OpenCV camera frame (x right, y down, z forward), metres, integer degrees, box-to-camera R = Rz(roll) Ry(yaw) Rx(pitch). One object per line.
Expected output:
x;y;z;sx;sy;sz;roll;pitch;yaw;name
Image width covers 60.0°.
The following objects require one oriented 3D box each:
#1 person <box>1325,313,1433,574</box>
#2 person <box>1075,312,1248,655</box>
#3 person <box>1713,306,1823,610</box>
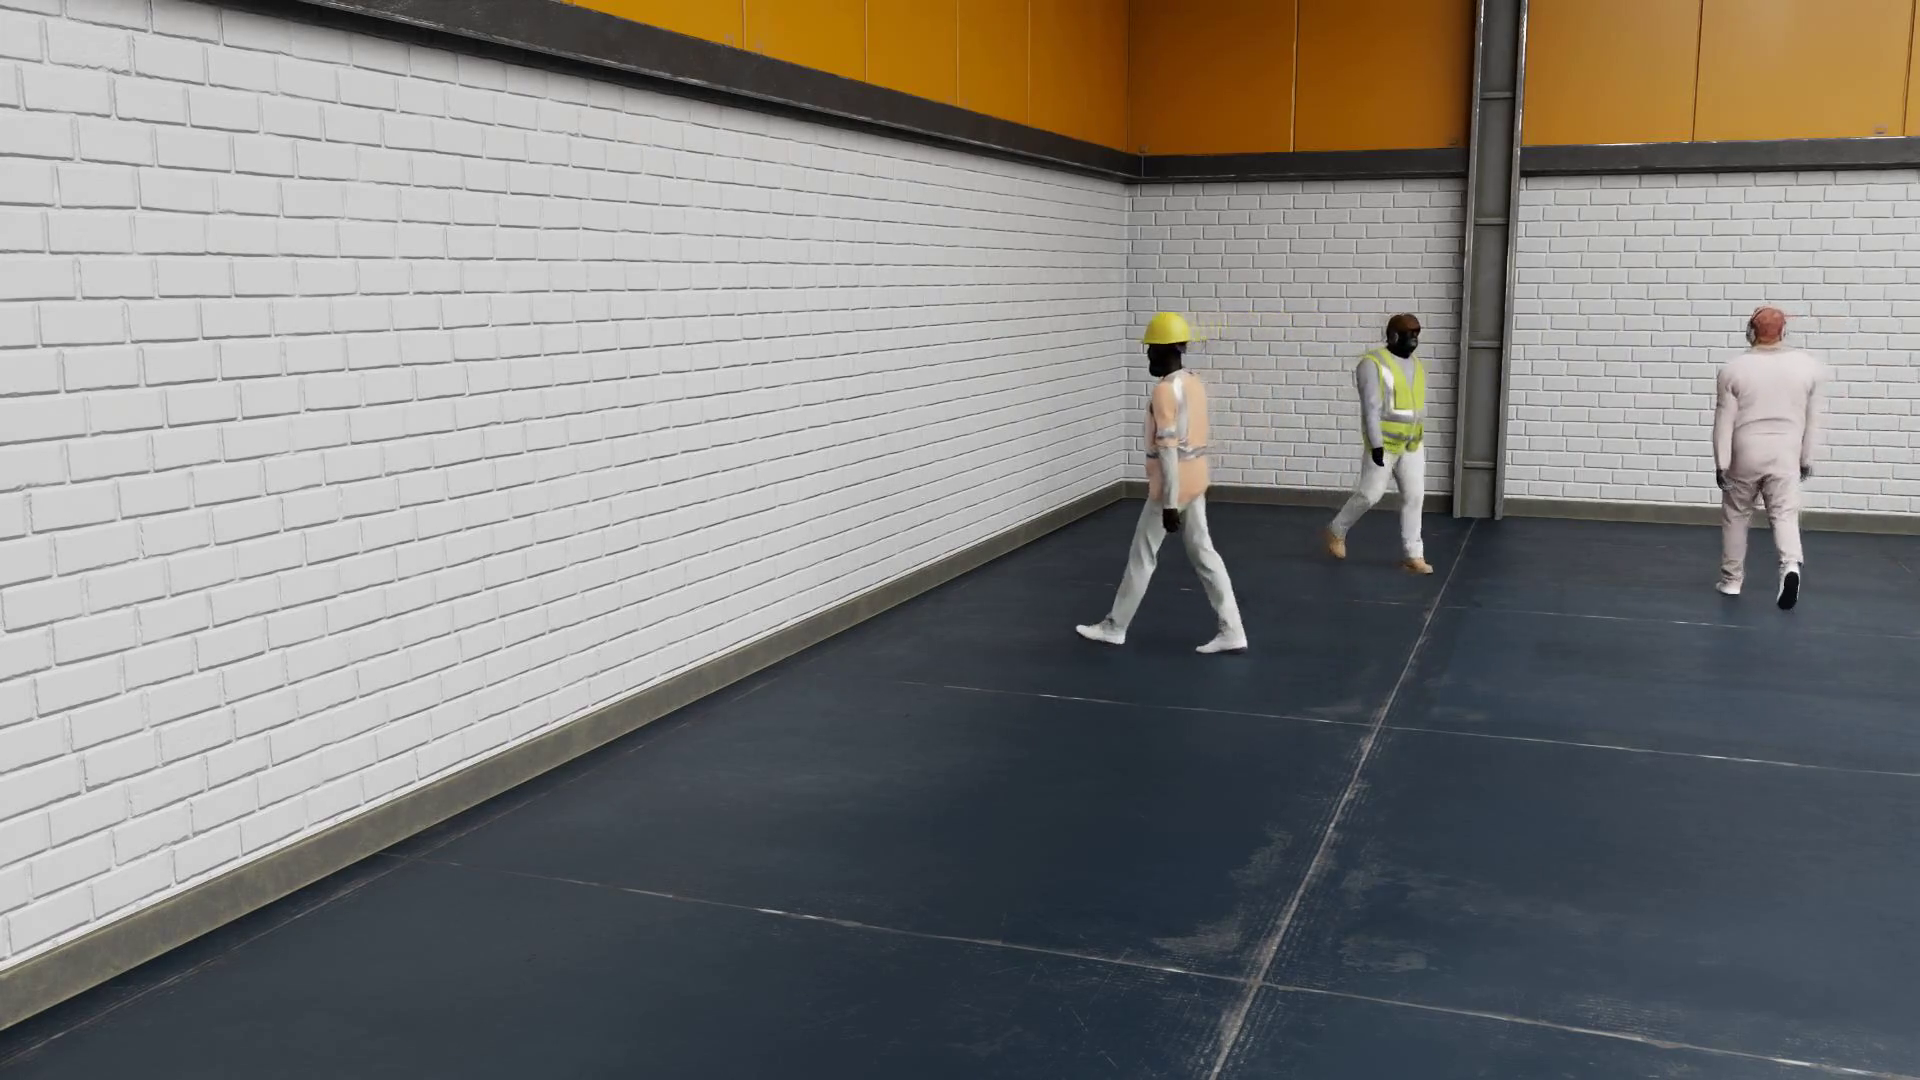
2.997;-0.694;11.734;0.615;1.817;0.839;-4;10;-26;person
1.156;-0.303;9.098;1.017;1.873;0.603;5;11;31;person
5.058;-0.522;10.438;0.634;1.884;0.842;2;9;12;person
